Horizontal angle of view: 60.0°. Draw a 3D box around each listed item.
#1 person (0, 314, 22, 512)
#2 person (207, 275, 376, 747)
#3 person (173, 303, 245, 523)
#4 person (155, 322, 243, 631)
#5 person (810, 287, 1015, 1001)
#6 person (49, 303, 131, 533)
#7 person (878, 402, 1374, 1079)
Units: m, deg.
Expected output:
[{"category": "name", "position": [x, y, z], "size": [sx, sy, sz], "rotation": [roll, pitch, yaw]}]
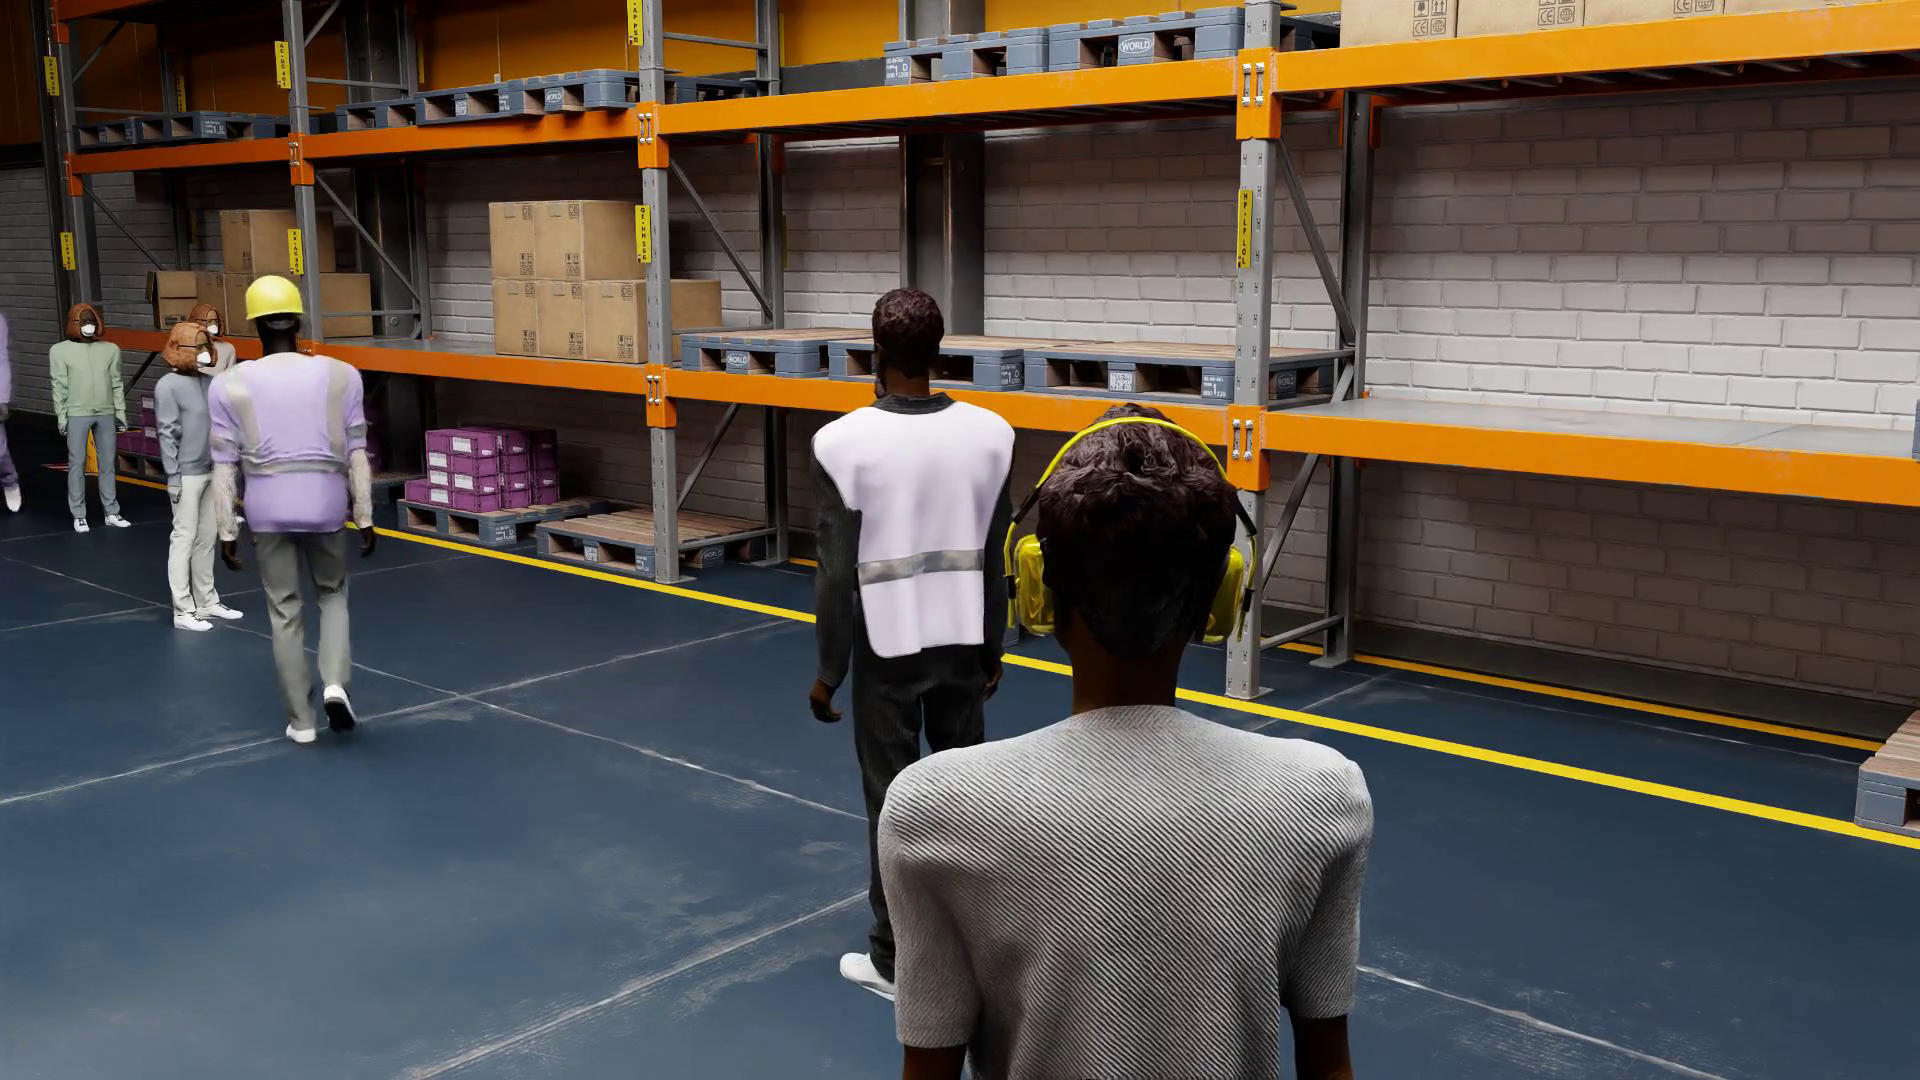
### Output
[{"category": "person", "position": [-7.229, -1.038, 12.147], "size": [0.634, 1.884, 0.778], "rotation": [-3, 10, -17]}, {"category": "person", "position": [-2.705, -0.109, 6.756], "size": [0.607, 1.910, 0.415], "rotation": [-5, 11, -27]}, {"category": "person", "position": [-5.477, -0.908, 12.136], "size": [0.277, 1.629, 0.496], "rotation": [7, 12, 35]}, {"category": "person", "position": [-4.078, -0.343, 8.890], "size": [0.265, 1.632, 0.507], "rotation": [1, 10, 8]}, {"category": "person", "position": [-0.120, 0.291, 4.472], "size": [0.590, 1.920, 0.399], "rotation": [-5, 11, -27]}, {"category": "person", "position": [-6.238, -0.872, 11.947], "size": [0.284, 1.618, 0.497], "rotation": [8, 13, 38]}, {"category": "person", "position": [0.162, 0.794, 1.750], "size": [0.524, 1.871, 0.325], "rotation": [-1, 10, -8]}]
